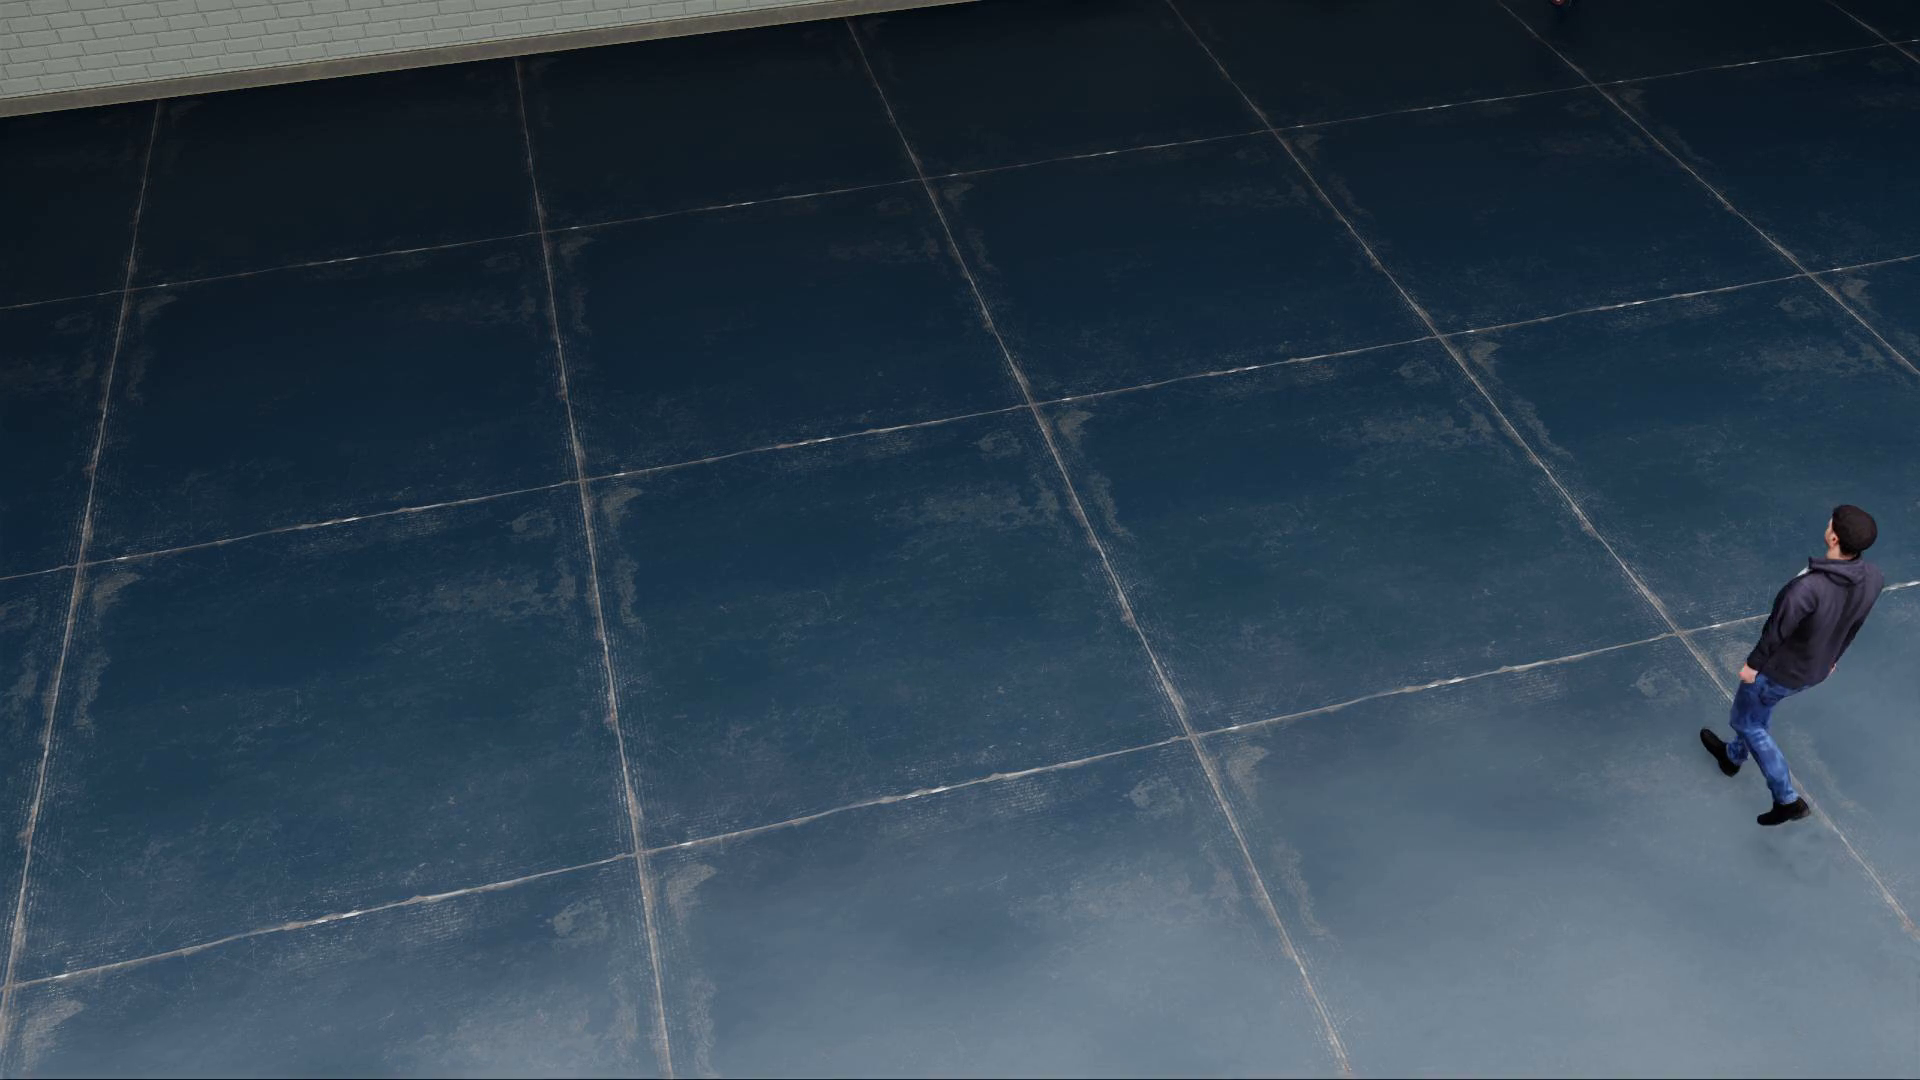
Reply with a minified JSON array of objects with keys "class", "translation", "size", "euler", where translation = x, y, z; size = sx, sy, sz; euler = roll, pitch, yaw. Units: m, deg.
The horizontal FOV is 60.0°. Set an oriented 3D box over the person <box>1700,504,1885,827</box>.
[{"class":"person","translation":[4.104,0.661,8.110],"size":[0.773,1.868,1.050],"euler":[-16,45,-16]}]
